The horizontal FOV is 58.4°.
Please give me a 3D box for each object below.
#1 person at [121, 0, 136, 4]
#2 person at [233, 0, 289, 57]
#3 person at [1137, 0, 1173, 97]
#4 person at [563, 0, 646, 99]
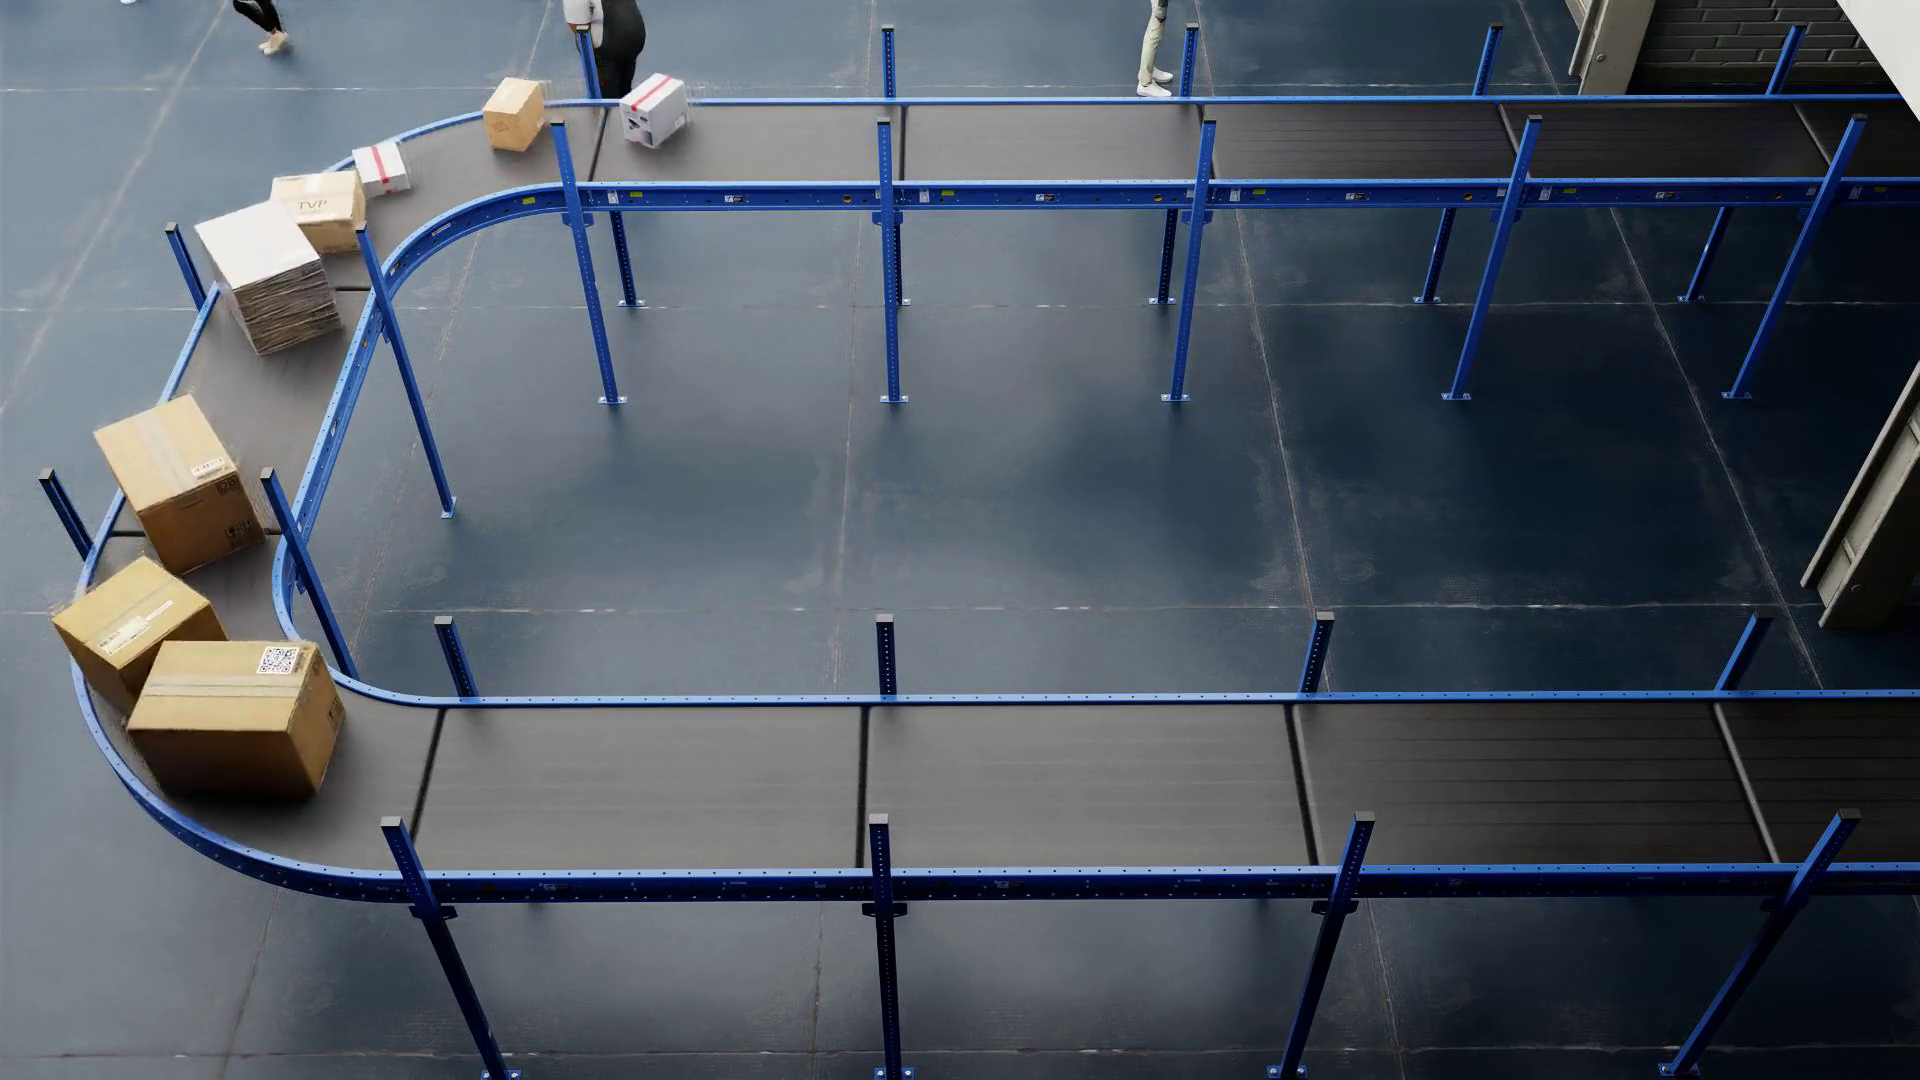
[{"bbox_3d":[-7.672,-5.853,15.487,0.515,1.849,0.714,13,48,12],"label":"person"},{"bbox_3d":[-6.146,-4.949,14.742,0.376,1.678,0.549,-13,48,-12],"label":"person"},{"bbox_3d":[1.692,-4.570,14.276,0.312,1.860,0.514,4,47,4],"label":"person"},{"bbox_3d":[-2.727,-3.886,13.540,0.536,2.000,0.688,15,49,13],"label":"person"}]
